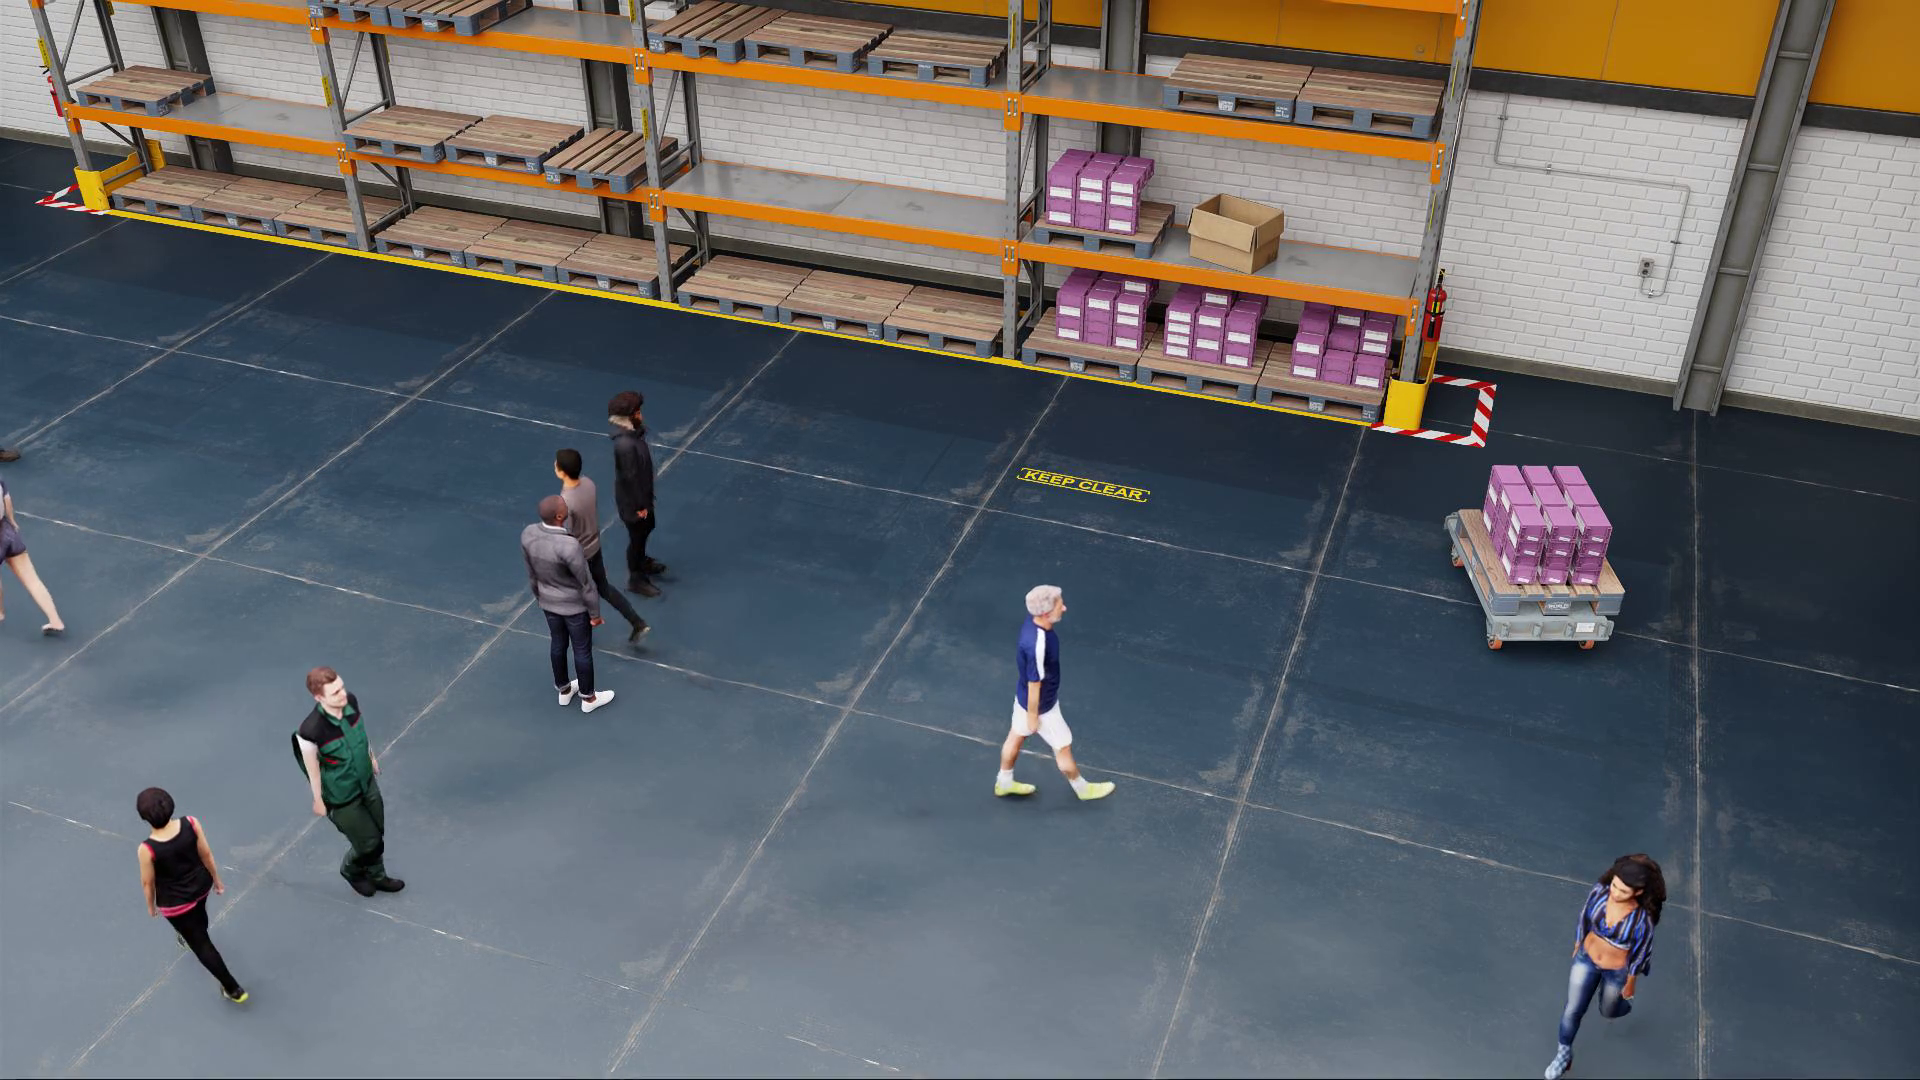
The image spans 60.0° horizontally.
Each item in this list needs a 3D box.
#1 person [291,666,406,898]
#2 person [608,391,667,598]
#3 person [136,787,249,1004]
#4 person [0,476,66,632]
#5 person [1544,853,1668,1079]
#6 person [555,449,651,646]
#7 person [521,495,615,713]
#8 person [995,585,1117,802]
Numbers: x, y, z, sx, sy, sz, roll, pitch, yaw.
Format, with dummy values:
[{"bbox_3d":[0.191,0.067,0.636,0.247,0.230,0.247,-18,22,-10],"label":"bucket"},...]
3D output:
[{"bbox_3d":[-3.923,1.535,10.477,0.648,1.829,0.647,11,35,16],"label":"person"},{"bbox_3d":[-2.609,-0.351,13.375,0.689,1.761,0.718,5,34,8],"label":"person"},{"bbox_3d":[-4.560,2.126,9.872,1.077,1.513,0.733,22,39,29],"label":"person"},{"bbox_3d":[-7.387,0.063,12.894,1.082,1.604,0.694,15,37,22],"label":"person"},{"bbox_3d":[3.687,2.381,9.409,0.952,1.600,1.011,-26,42,-34],"label":"person"},{"bbox_3d":[-2.808,0.111,12.697,0.679,1.743,1.074,11,35,17],"label":"person"},{"bbox_3d":[-2.882,0.461,12.103,0.569,1.817,0.818,17,37,24],"label":"person"},{"bbox_3d":[0.436,1.064,11.206,1.160,1.806,0.928,-2,34,-3],"label":"person"}]
